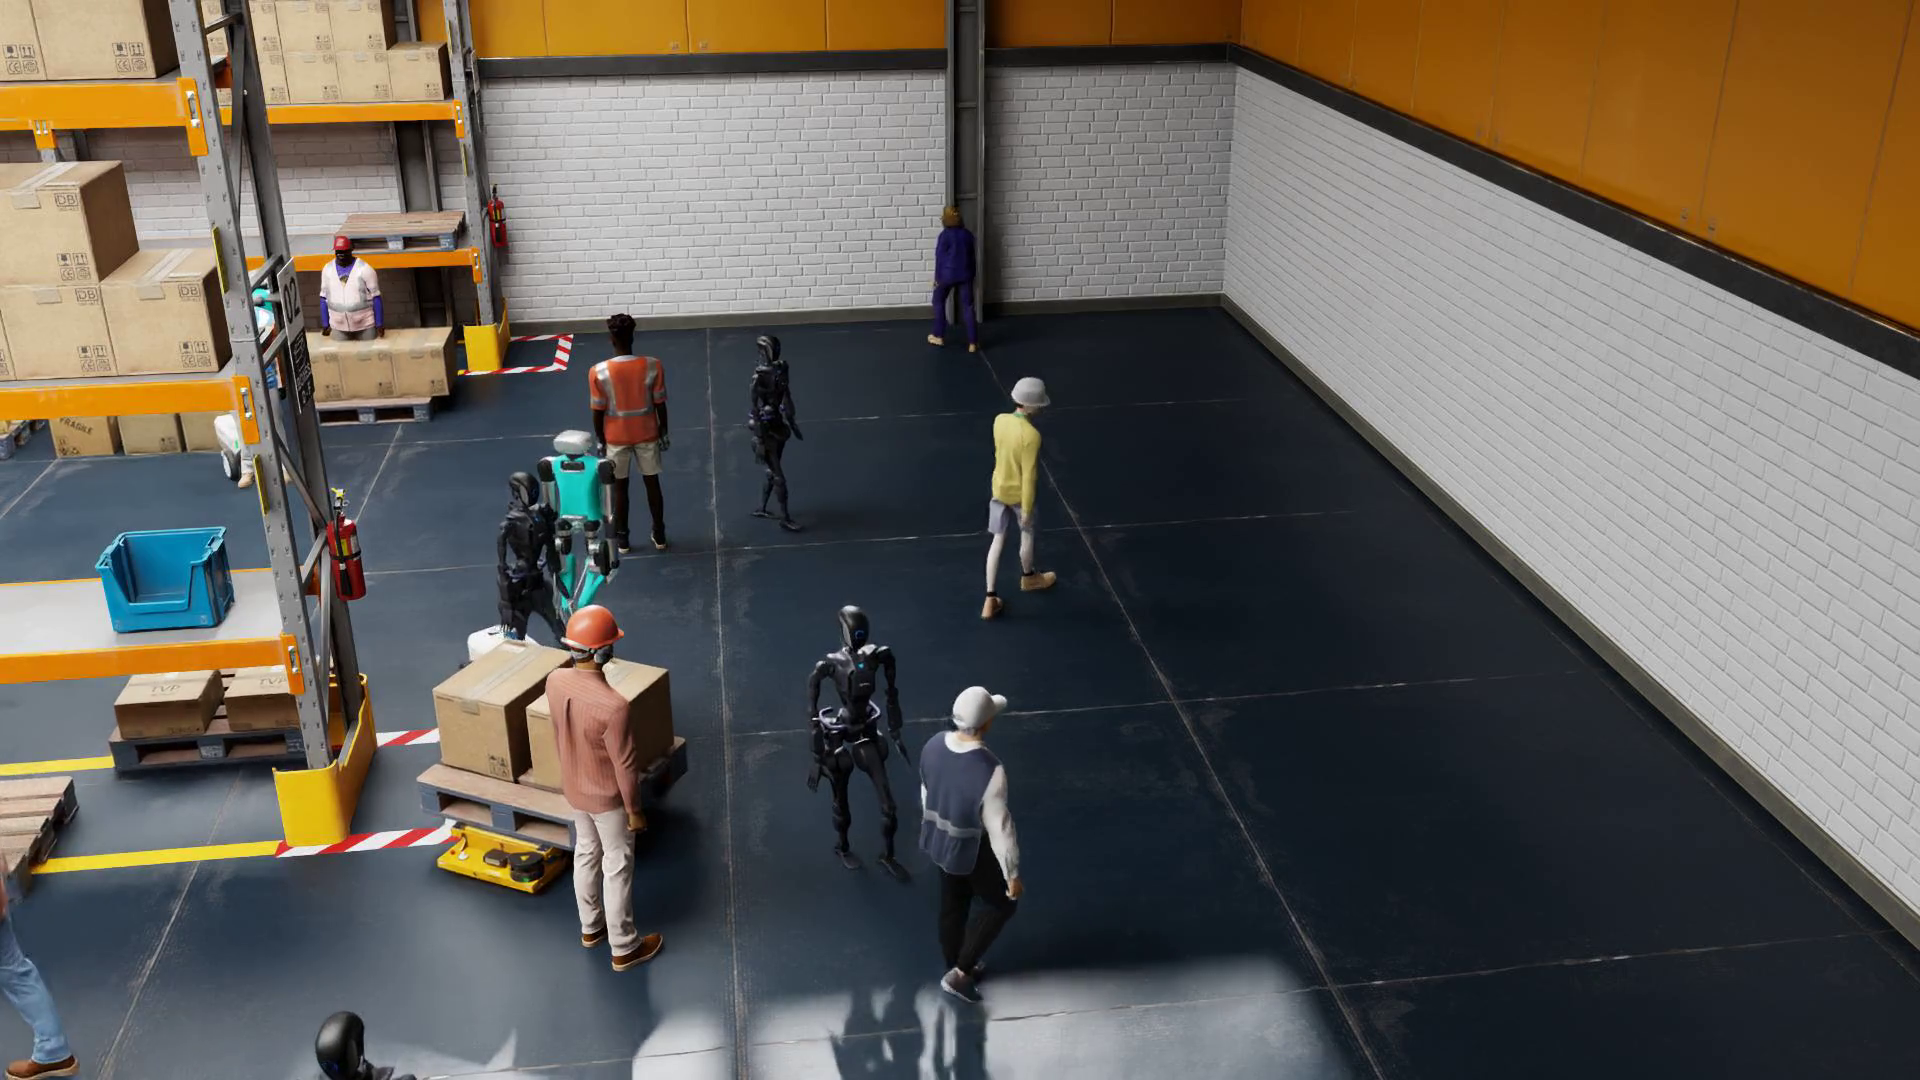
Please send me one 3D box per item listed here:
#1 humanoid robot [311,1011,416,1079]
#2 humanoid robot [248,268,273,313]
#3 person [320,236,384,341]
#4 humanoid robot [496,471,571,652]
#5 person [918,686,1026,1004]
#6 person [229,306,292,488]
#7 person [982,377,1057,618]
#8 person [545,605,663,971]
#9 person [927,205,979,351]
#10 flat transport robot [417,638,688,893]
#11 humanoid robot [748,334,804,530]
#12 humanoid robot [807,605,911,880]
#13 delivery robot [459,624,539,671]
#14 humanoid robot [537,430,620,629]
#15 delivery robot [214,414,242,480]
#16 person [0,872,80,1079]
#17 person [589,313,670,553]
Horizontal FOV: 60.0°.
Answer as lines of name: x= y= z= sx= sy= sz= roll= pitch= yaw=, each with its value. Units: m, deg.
humanoid robot: x=-2.134 y=2.386 z=6.221 sx=0.605 sy=1.642 sz=0.450 roll=-2 pitch=24 yaw=-4
humanoid robot: x=-6.508 y=-1.562 z=15.265 sx=0.759 sy=1.884 sz=0.533 roll=0 pitch=24 yaw=0
person: x=-5.991 y=-2.132 z=16.407 sx=0.602 sy=1.754 sz=0.420 roll=-2 pitch=24 yaw=-5
humanoid robot: x=-2.827 y=0.320 z=10.922 sx=0.448 sy=1.642 sz=0.591 roll=11 pitch=26 yaw=23
person: x=0.032 y=1.499 z=8.150 sx=0.751 sy=1.745 sz=0.462 roll=21 pitch=32 yaw=40
person: x=-6.193 y=-1.360 z=14.540 sx=0.624 sy=1.844 sz=0.429 roll=-4 pitch=24 yaw=-8
person: x=0.439 y=-0.351 z=12.261 sx=0.471 sy=1.824 sz=0.882 roll=16 pitch=28 yaw=32
person: x=-1.803 y=1.251 z=8.418 sx=0.610 sy=1.986 sz=0.401 roll=20 pitch=31 yaw=38
person: x=-0.072 y=-2.882 z=18.335 sx=0.552 sy=1.578 sz=0.691 roll=-11 pitch=26 yaw=-24
flat transport robot: x=-2.364 y=1.567 z=9.826 sx=0.659 sy=0.231 sz=1.431 roll=10 pitch=25 yaw=21
humanoid robot: x=-1.491 y=-0.901 z=13.716 sx=0.659 sy=1.640 sz=0.585 roll=11 pitch=26 yaw=23
humanoid robot: x=-0.566 y=1.115 z=9.113 sx=0.600 sy=1.643 sz=0.488 roll=-14 pitch=27 yaw=-28
delivery robot: x=-2.989 y=0.845 z=11.127 sx=0.499 sy=0.603 sz=0.792 roll=-21 pitch=31 yaw=-39
humanoid robot: x=-2.579 y=0.221 z=11.096 sx=0.542 sy=1.800 sz=0.769 roll=3 pitch=24 yaw=6
delivery robot: x=-6.479 y=-0.898 z=15.083 sx=0.499 sy=0.592 sz=0.763 roll=-17 pitch=29 yaw=-33
person: x=-4.618 y=1.689 z=7.444 sx=0.919 sy=1.960 sz=0.629 roll=-3 pitch=24 yaw=-7
person: x=-2.610 y=-0.844 z=13.221 sx=0.603 sy=1.957 sz=0.367 roll=-8 pitch=25 yaw=-18
